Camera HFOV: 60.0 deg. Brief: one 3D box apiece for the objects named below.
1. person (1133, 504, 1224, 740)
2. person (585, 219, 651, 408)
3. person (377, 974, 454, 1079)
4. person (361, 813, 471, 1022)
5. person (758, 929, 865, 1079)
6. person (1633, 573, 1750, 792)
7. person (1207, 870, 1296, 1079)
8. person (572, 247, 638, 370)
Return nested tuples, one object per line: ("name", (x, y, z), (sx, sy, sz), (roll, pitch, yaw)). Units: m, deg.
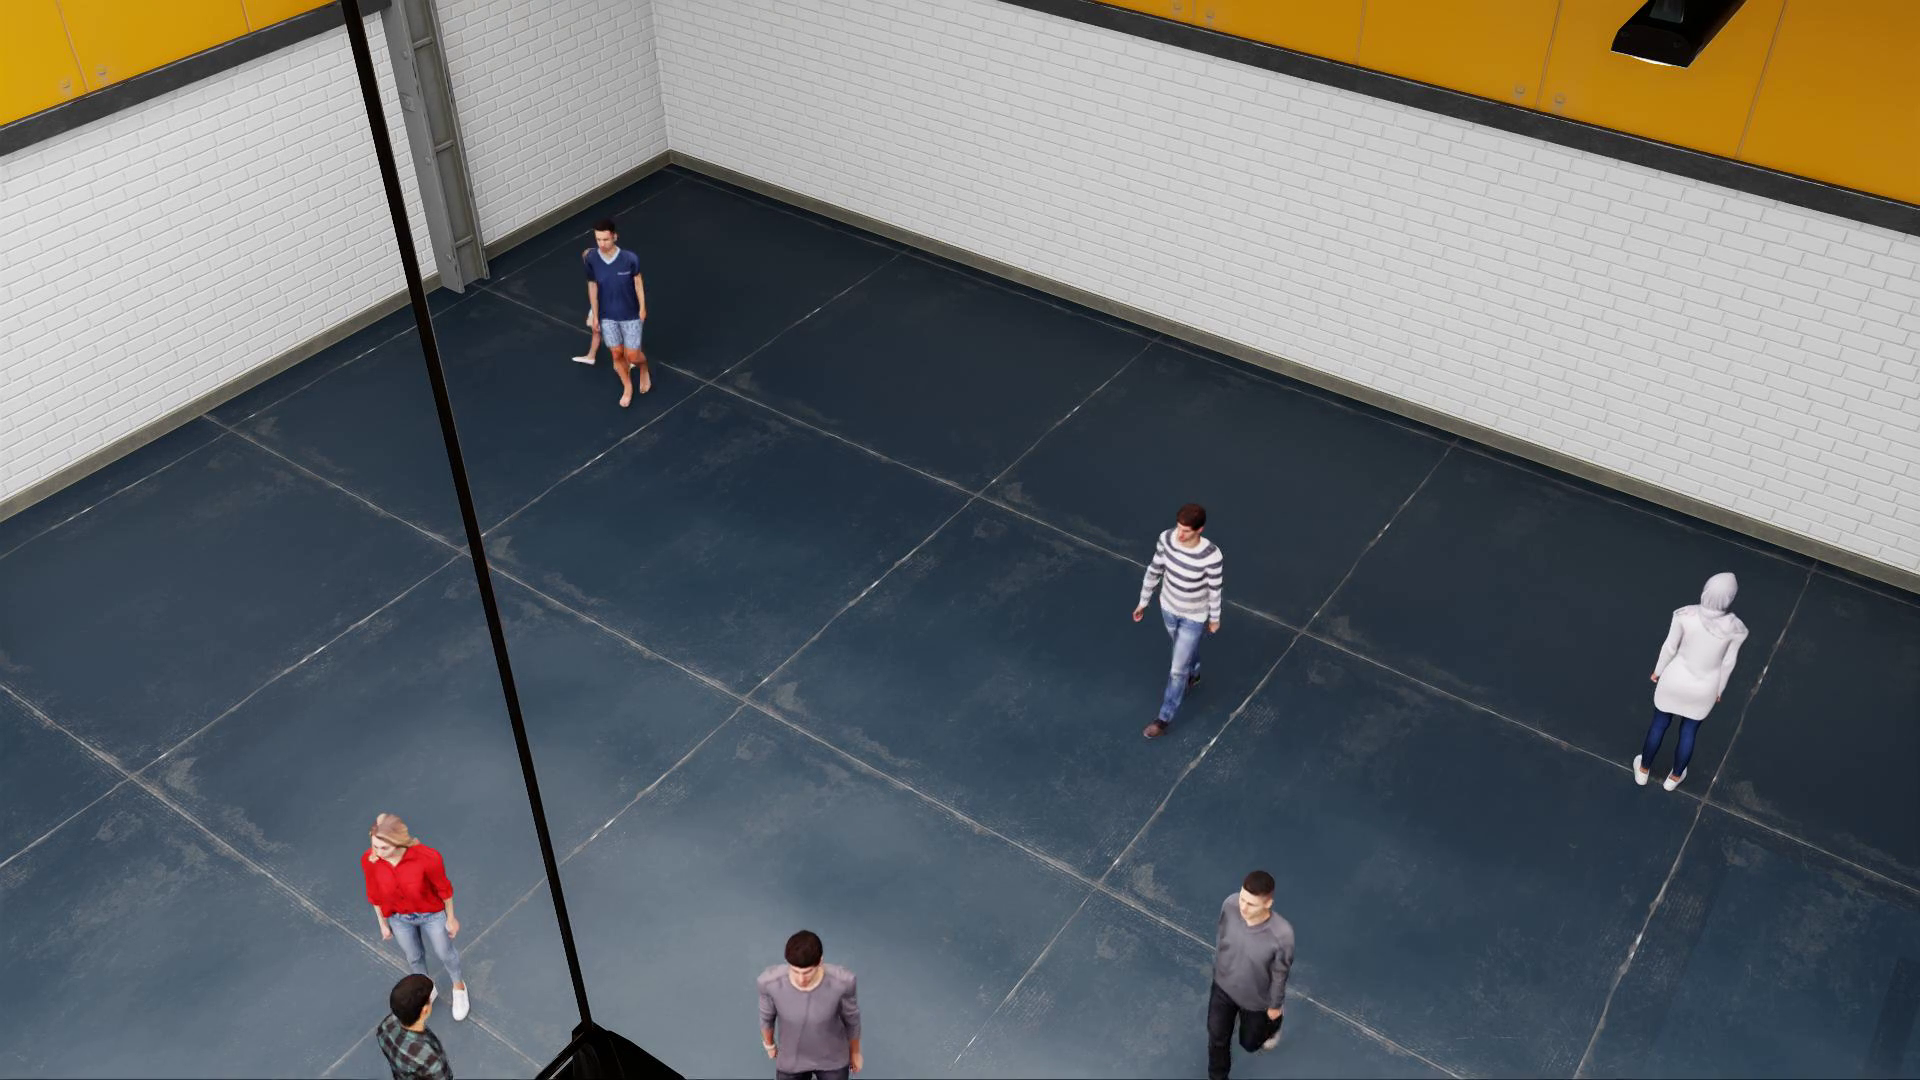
("person", (1.617, 0.435, 11.514), (1.102, 1.812, 0.789), (-31, 48, -33))
("person", (-2.975, -2.043, 14.600), (0.769, 1.833, 0.832), (3, 39, 4))
("person", (-2.809, 2.954, 8.581), (1.111, 1.675, 0.836), (-29, 47, -32))
("person", (-3.084, 2.134, 9.472), (0.691, 1.705, 0.720), (-2, 39, -2))
("person", (-0.767, 2.619, 8.756), (0.859, 1.841, 0.915), (-2, 39, -3))
("person", (4.783, 0.940, 10.910), (0.635, 1.776, 0.574), (18, 42, 21))
("person", (1.606, 2.408, 9.099), (0.667, 1.743, 0.988), (28, 46, 31))
("person", (-3.163, -2.097, 15.134), (0.868, 1.251, 0.763), (-11, 40, -14))
